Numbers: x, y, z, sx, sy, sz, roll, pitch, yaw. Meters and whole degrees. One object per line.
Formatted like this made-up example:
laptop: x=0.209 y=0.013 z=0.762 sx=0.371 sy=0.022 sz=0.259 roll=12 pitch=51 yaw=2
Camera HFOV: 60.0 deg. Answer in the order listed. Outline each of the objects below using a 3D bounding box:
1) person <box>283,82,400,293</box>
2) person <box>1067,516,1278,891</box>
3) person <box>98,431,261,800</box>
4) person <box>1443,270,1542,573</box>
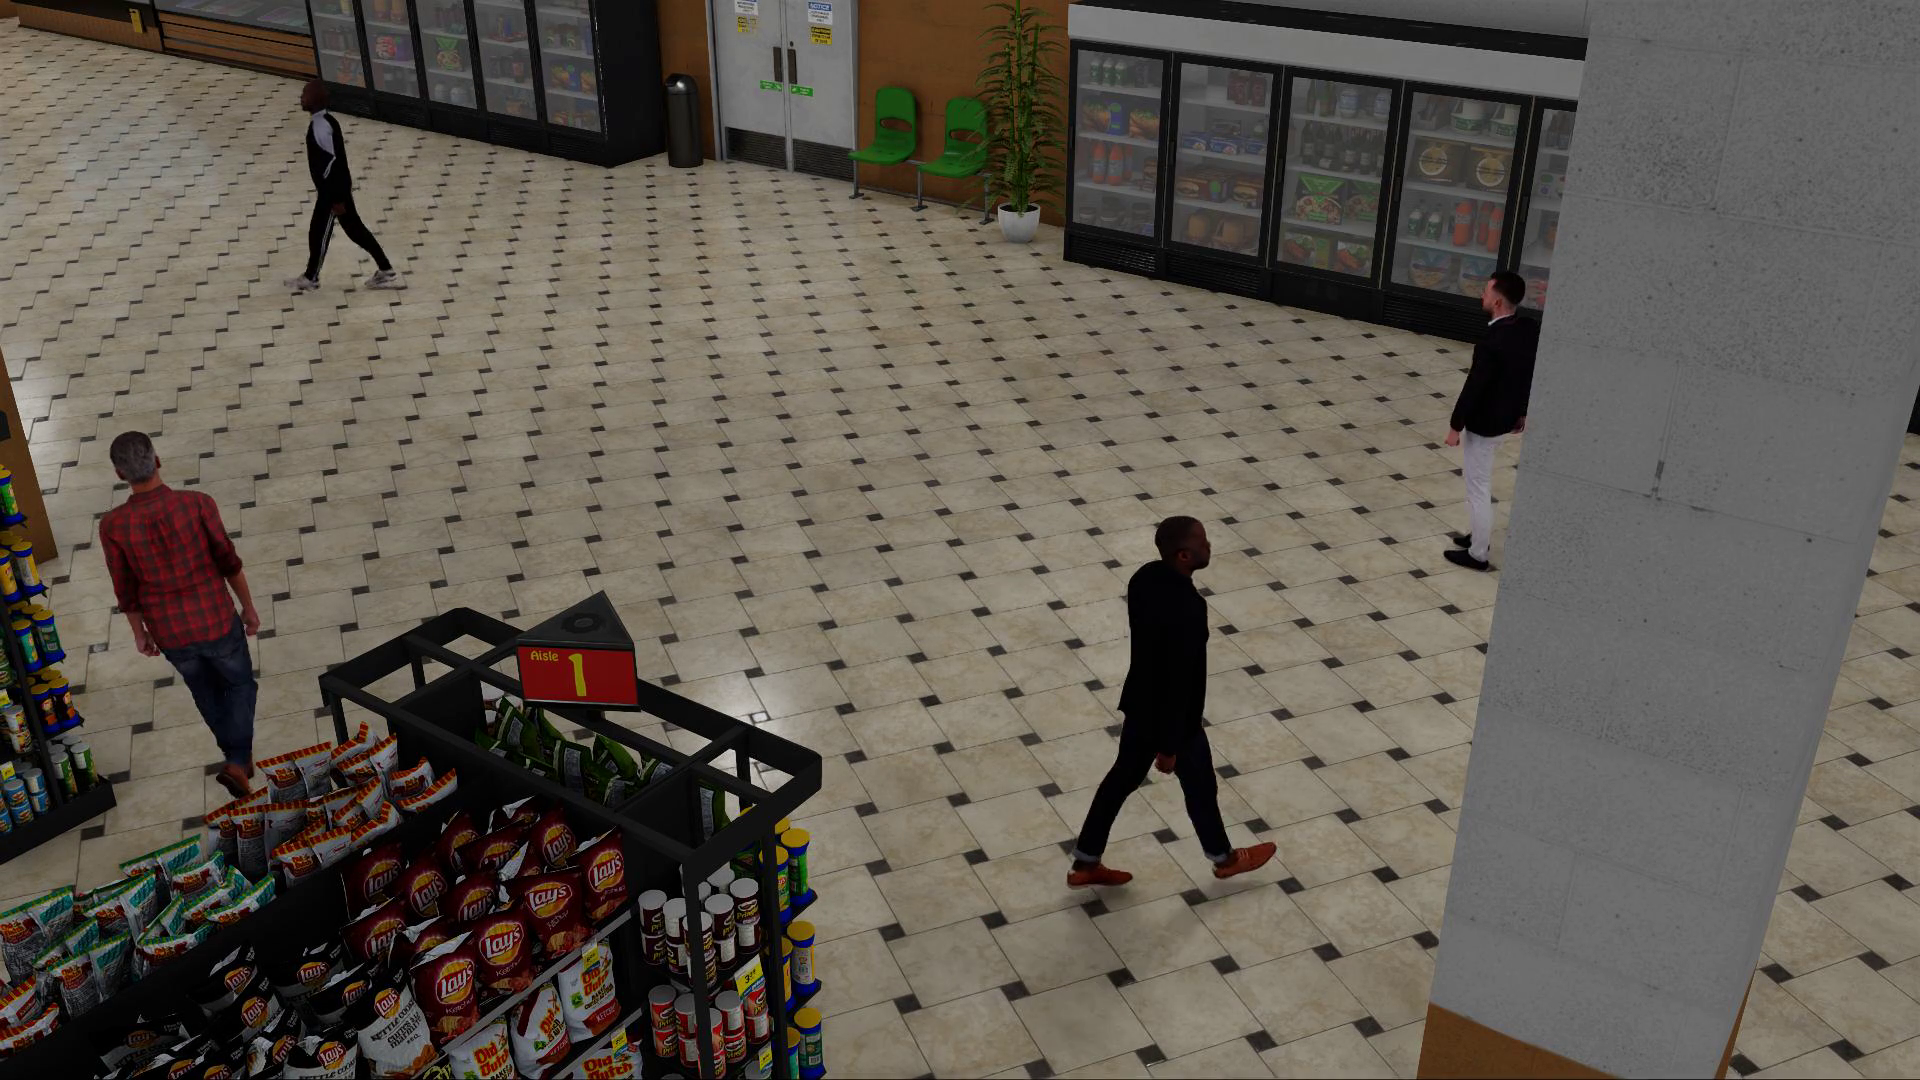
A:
person: x=-5.264 y=-2.993 z=14.246 sx=1.233 sy=1.789 sz=1.196 roll=-3 pitch=27 yaw=-7
person: x=0.760 y=0.746 z=6.891 sx=1.275 sy=1.773 sz=1.180 roll=-7 pitch=28 yaw=-13
person: x=-3.489 y=0.411 z=7.522 sx=1.076 sy=1.799 sz=1.095 roll=-7 pitch=28 yaw=-13
person: x=3.118 y=-0.638 z=9.554 sx=0.650 sy=1.832 sz=0.822 roll=-20 pitch=33 yaw=-33
